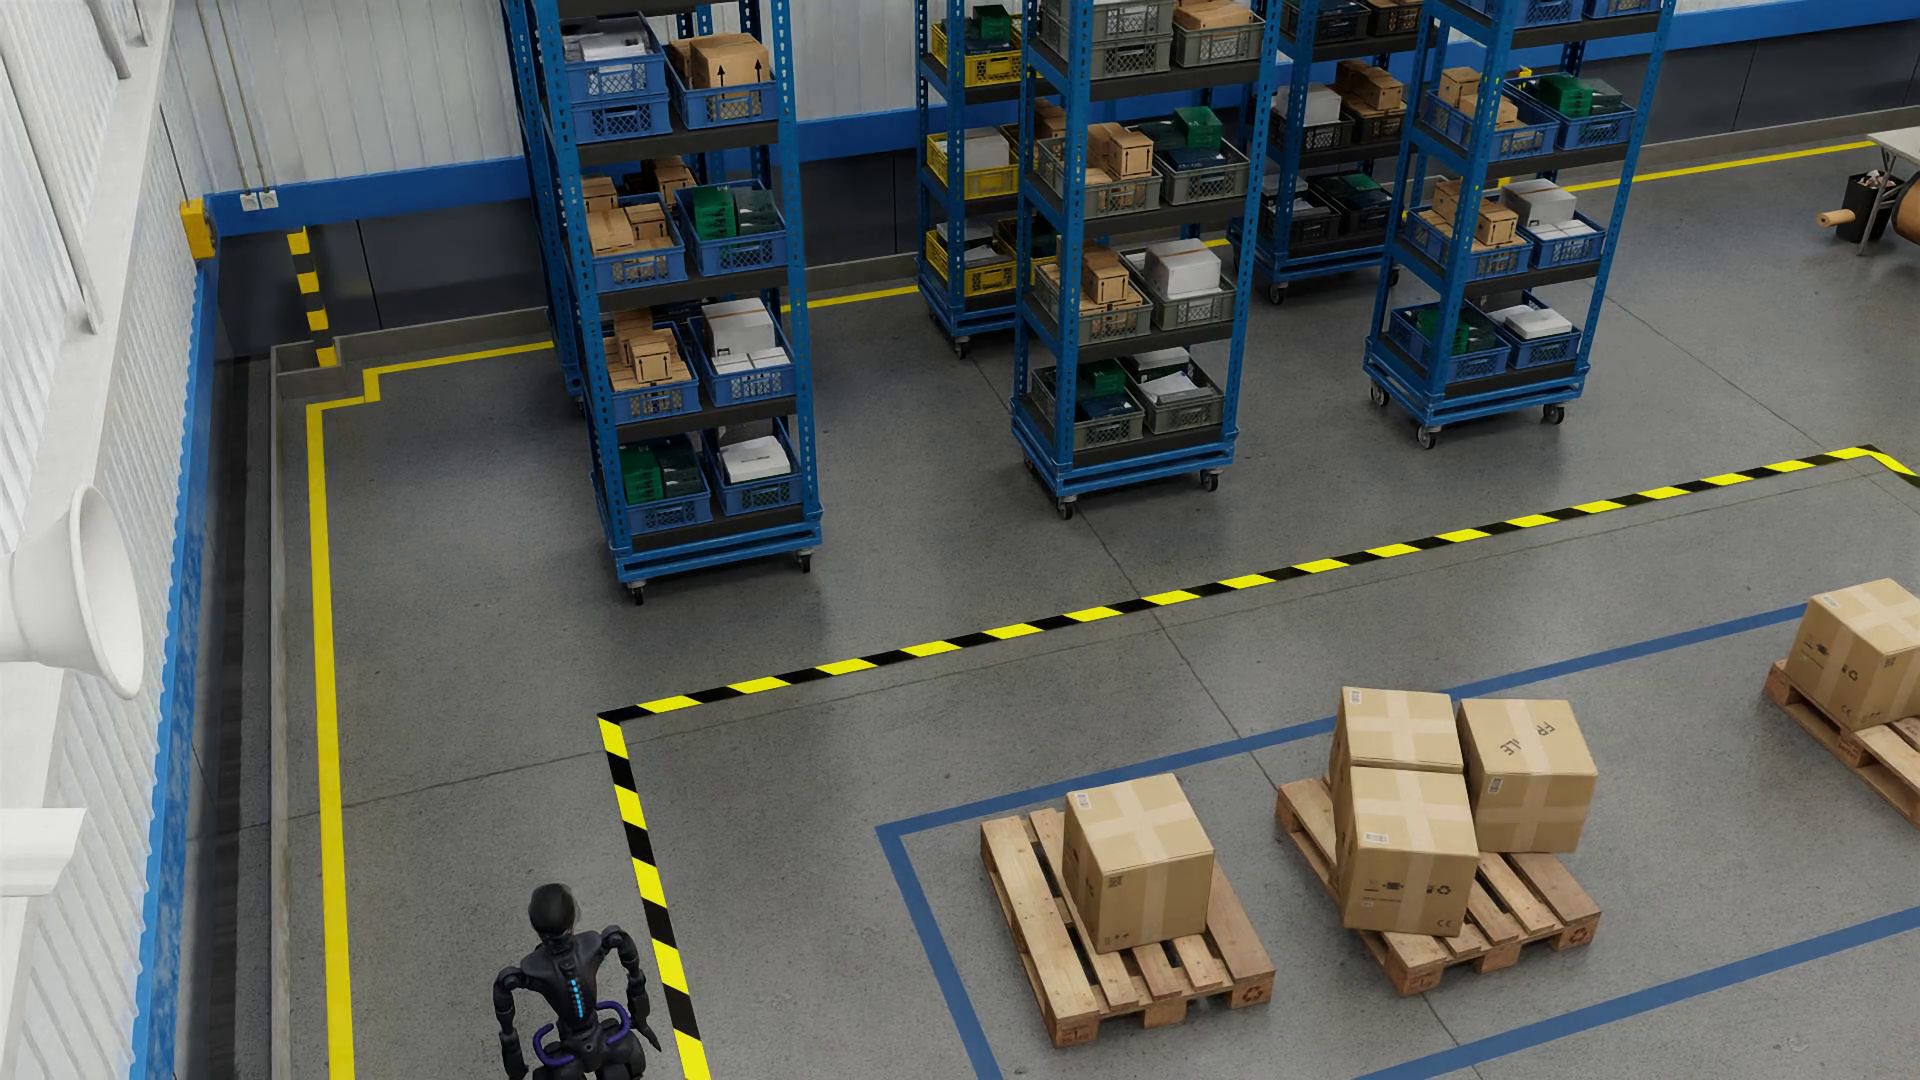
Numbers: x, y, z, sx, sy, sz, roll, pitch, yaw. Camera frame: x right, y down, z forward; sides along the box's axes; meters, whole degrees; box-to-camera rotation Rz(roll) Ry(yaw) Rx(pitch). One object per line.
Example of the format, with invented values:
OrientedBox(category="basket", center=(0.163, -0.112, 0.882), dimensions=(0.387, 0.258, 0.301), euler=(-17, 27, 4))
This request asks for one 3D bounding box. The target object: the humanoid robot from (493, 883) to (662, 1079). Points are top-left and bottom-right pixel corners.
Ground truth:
OrientedBox(category="humanoid robot", center=(-1.397, 1.897, 6.131), dimensions=(0.599, 1.657, 0.315), euler=(-18, 39, -24))
